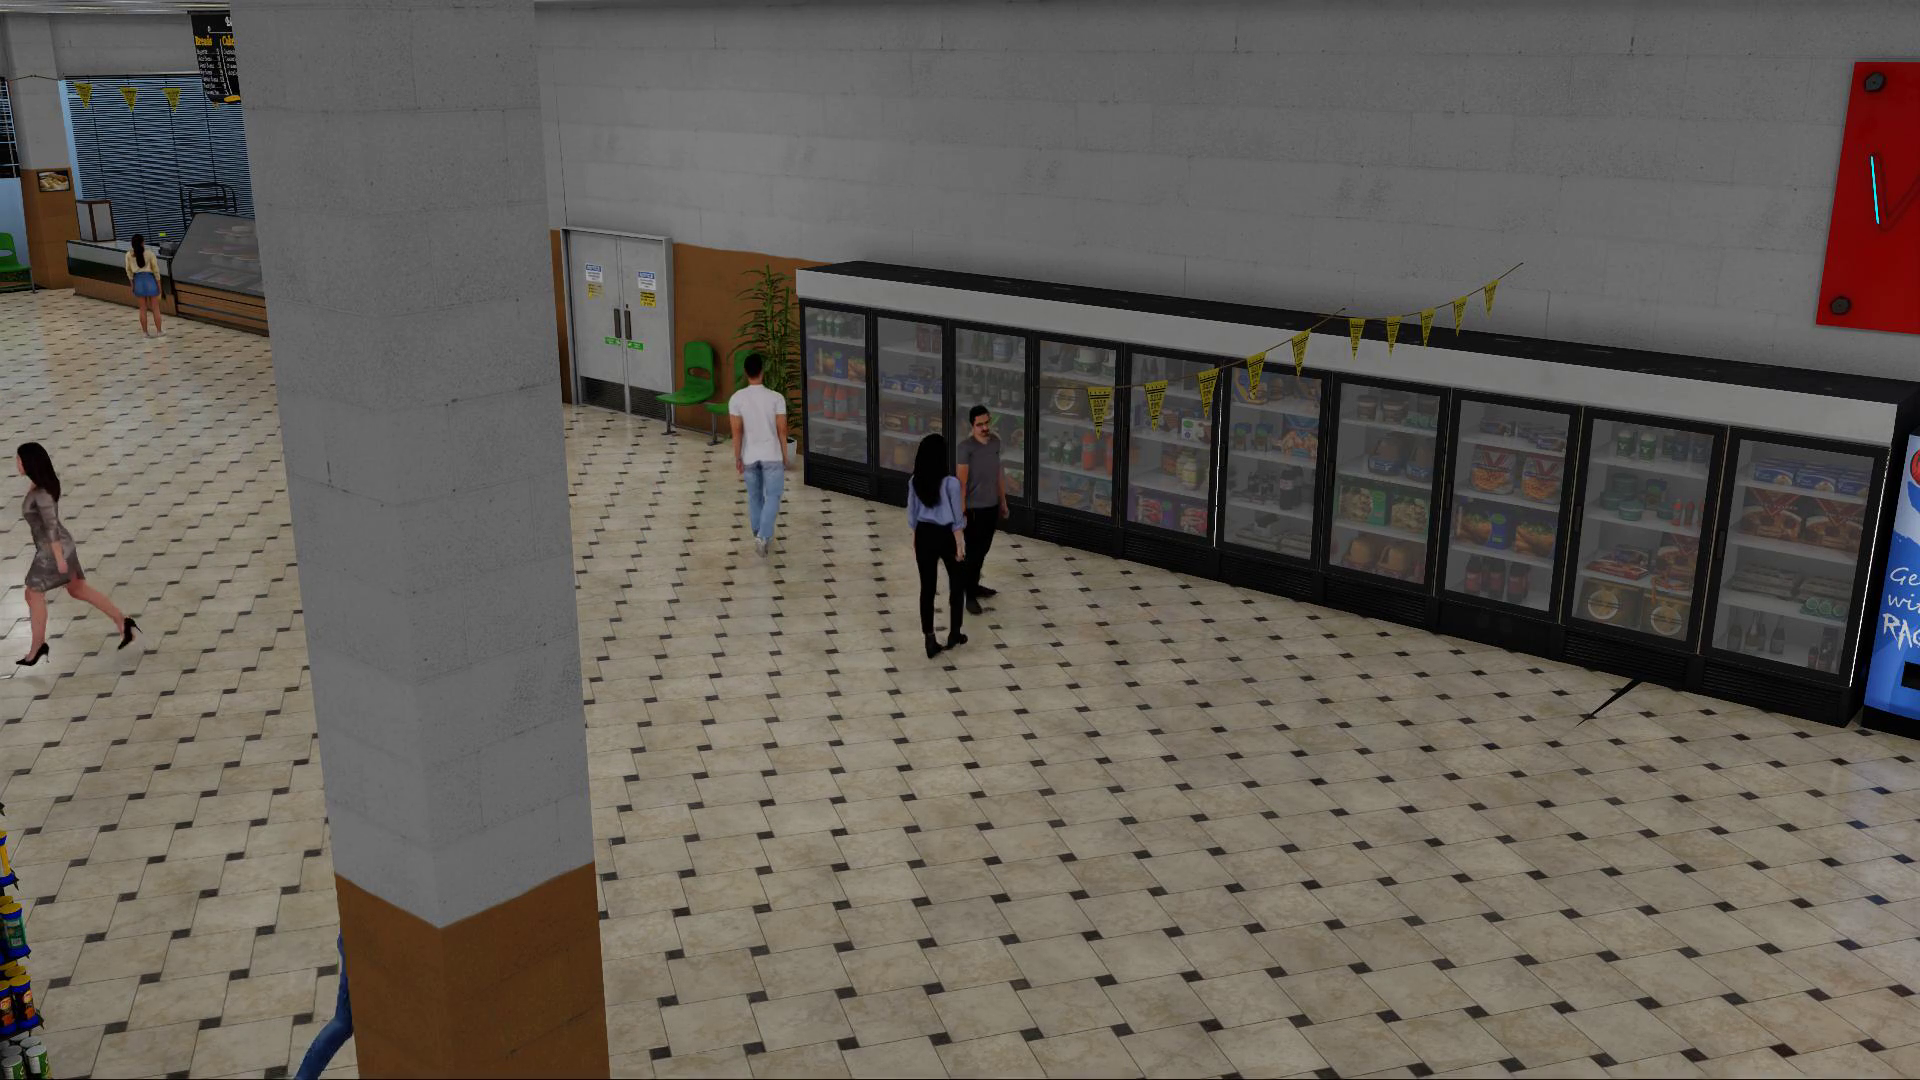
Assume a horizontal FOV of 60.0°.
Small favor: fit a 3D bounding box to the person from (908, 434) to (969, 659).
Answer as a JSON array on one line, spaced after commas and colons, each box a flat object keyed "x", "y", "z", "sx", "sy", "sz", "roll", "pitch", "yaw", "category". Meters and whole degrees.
[{"x": -0.216, "y": 0.070, "z": 12.644, "sx": 0.761, "sy": 1.735, "sz": 0.782, "roll": 8, "pitch": 19, "yaw": 25, "category": "person"}]

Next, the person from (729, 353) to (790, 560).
[{"x": -1.820, "y": -0.741, "z": 15.145, "sx": 1.076, "sy": 1.835, "sz": 1.238, "roll": 2, "pitch": 17, "yaw": 6, "category": "person"}]

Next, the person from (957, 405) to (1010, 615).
[{"x": 0.152, "y": -0.283, "z": 13.808, "sx": 0.787, "sy": 1.734, "sz": 0.566, "roll": 10, "pitch": 20, "yaw": 31, "category": "person"}]

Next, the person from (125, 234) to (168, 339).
[{"x": -12.901, "y": -4.032, "z": 26.333, "sx": 0.695, "sy": 1.632, "sz": 0.787, "roll": -4, "pitch": 17, "yaw": -13, "category": "person"}]

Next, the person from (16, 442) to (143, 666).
[{"x": -6.714, "y": 0.119, "z": 12.527, "sx": 1.184, "sy": 1.709, "sz": 0.975, "roll": -5, "pitch": 18, "yaw": -16, "category": "person"}]
